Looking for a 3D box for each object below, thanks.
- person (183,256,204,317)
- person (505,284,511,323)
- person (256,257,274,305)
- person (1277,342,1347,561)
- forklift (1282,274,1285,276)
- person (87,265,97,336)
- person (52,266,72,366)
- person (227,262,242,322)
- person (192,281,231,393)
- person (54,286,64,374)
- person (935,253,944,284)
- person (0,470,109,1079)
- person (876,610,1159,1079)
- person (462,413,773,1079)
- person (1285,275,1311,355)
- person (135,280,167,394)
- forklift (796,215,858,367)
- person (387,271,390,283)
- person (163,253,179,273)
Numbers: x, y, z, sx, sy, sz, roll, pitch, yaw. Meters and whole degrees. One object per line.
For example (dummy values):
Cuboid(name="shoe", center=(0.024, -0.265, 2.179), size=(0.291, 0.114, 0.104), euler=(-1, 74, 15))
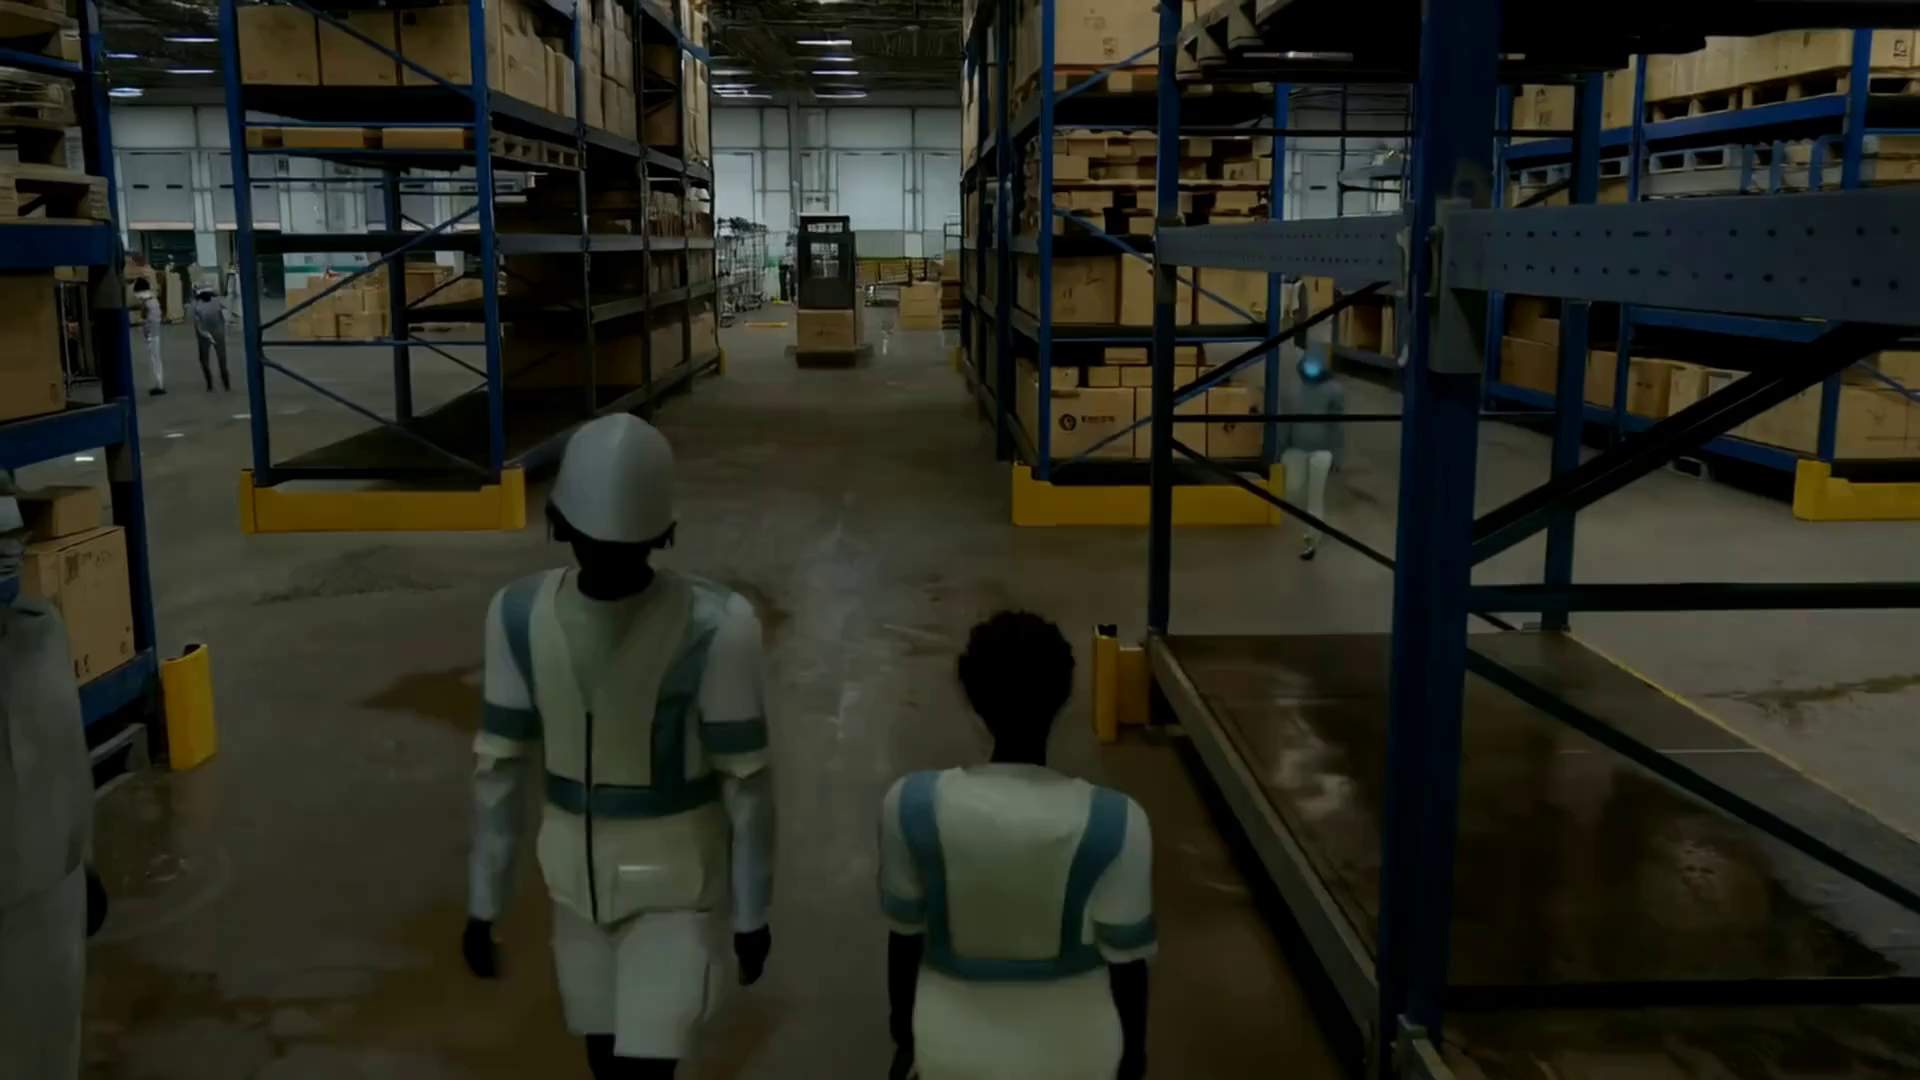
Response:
Cuboid(name="person", center=(-24.034, -7.942, 52.103), size=(0.916, 1.910, 0.638), euler=(-8, 13, -38))
Cuboid(name="person", center=(-8.973, -4.712, 33.707), size=(0.697, 2.000, 0.776), euler=(8, 13, 37))
Cuboid(name="person", center=(-25.362, -9.361, 60.249), size=(0.799, 1.820, 0.634), euler=(-5, 11, -24))
Cuboid(name="person", center=(2.631, -0.671, 12.359), size=(0.509, 1.618, 0.481), euler=(6, 12, 32))
Cuboid(name="forklift", center=(12.240, -10.302, 62.509), size=(1.129, 2.768, 1.873), euler=(0, 10, -2))
Cuboid(name="person", center=(-21.504, -6.053, 41.649), size=(0.601, 1.882, 0.806), euler=(5, 11, 24))
Cuboid(name="person", center=(-17.111, -4.244, 31.311), size=(0.606, 1.966, 0.367), euler=(3, 10, 14))
Cuboid(name="person", center=(-21.295, -7.254, 48.702), size=(0.491, 1.744, 0.295), euler=(7, 12, 33))
Cuboid(name="person", center=(-11.588, -3.132, 25.754), size=(0.558, 1.734, 0.609), euler=(-3, 11, -15))
Cuboid(name="person", center=(-16.211, -3.906, 29.427), size=(0.693, 1.976, 0.624), euler=(6, 12, 30))
Cuboid(name="person", center=(-0.718, -10.086, 64.002), size=(0.776, 1.918, 0.557), euler=(-3, 11, -15))
Cuboid(name="person", center=(-2.051, 0.776, 3.553), size=(0.401, 1.900, 0.636), euler=(1, 10, 5))
Cuboid(name="person", center=(0.094, 0.972, 3.062), size=(0.535, 1.670, 0.672), euler=(1, 10, 8))
Cuboid(name="person", center=(-0.719, 0.732, 3.458), size=(0.643, 2.009, 0.558), euler=(4, 11, 20))
Cuboid(name="person", center=(7.015, -4.805, 34.647), size=(0.634, 1.897, 0.612), euler=(-2, 10, -9))
Cuboid(name="person", center=(-12.490, -3.125, 25.667), size=(0.355, 1.755, 0.518), euler=(-6, 12, -30))
Cuboid(name="forklift", center=(-2.509, -4.695, 31.276), size=(1.129, 2.768, 1.873), euler=(0, 10, -2))
Cuboid(name="person", center=(-18.756, -8.402, 55.256), size=(0.321, 1.692, 0.534), euler=(9, 14, 42))
Cuboid(name="person", center=(-31.434, -10.512, 66.408), size=(0.748, 1.899, 0.635), euler=(4, 11, 21))
